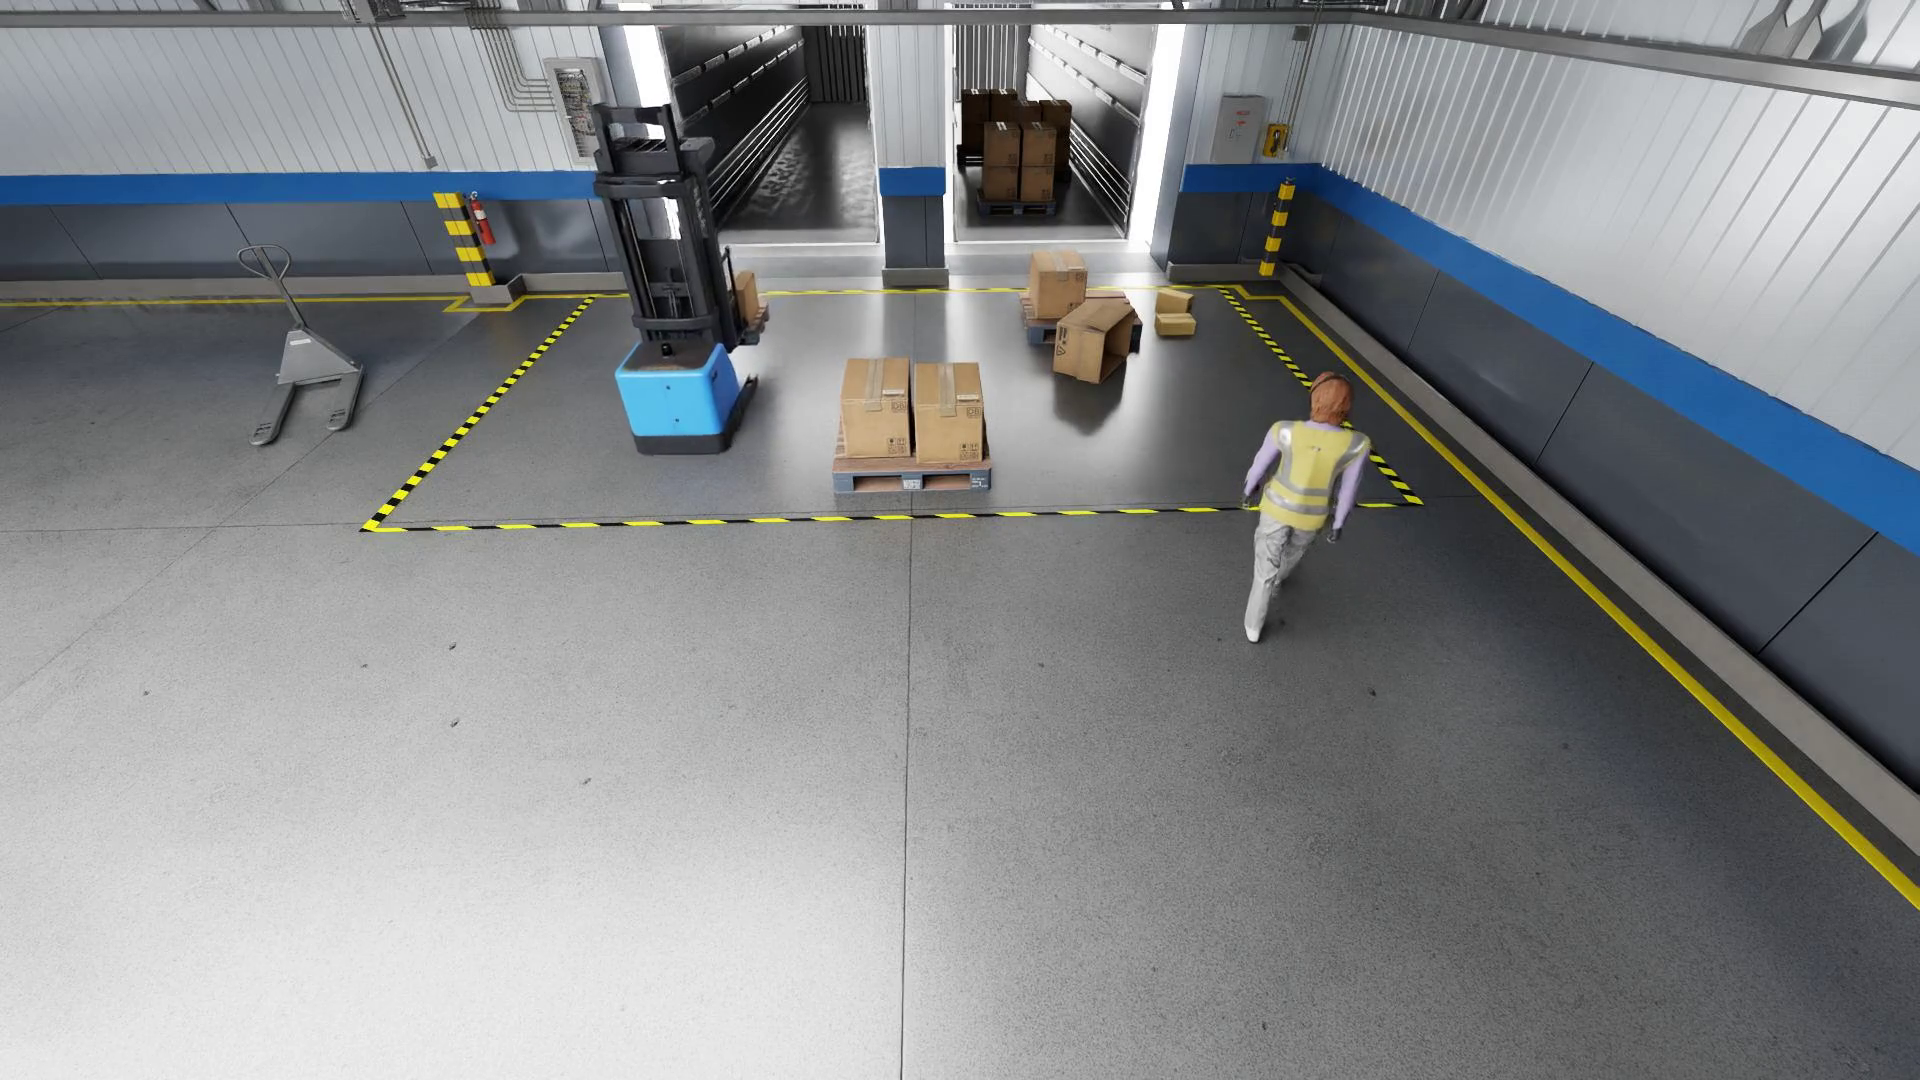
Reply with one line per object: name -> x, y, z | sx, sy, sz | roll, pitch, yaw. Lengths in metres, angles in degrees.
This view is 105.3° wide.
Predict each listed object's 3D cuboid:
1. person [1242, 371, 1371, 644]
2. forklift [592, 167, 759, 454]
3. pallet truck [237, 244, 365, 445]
person -> 1.882, -0.225, 4.160 | 0.548, 1.599, 0.795 | 13, 40, 16
forklift -> -2.281, -1.727, 5.713 | 0.716, 2.013, 0.776 | -1, 38, -1
pallet truck -> -5.915, -1.733, 6.366 | 0.680, 1.201, 1.601 | -18, 42, -21
